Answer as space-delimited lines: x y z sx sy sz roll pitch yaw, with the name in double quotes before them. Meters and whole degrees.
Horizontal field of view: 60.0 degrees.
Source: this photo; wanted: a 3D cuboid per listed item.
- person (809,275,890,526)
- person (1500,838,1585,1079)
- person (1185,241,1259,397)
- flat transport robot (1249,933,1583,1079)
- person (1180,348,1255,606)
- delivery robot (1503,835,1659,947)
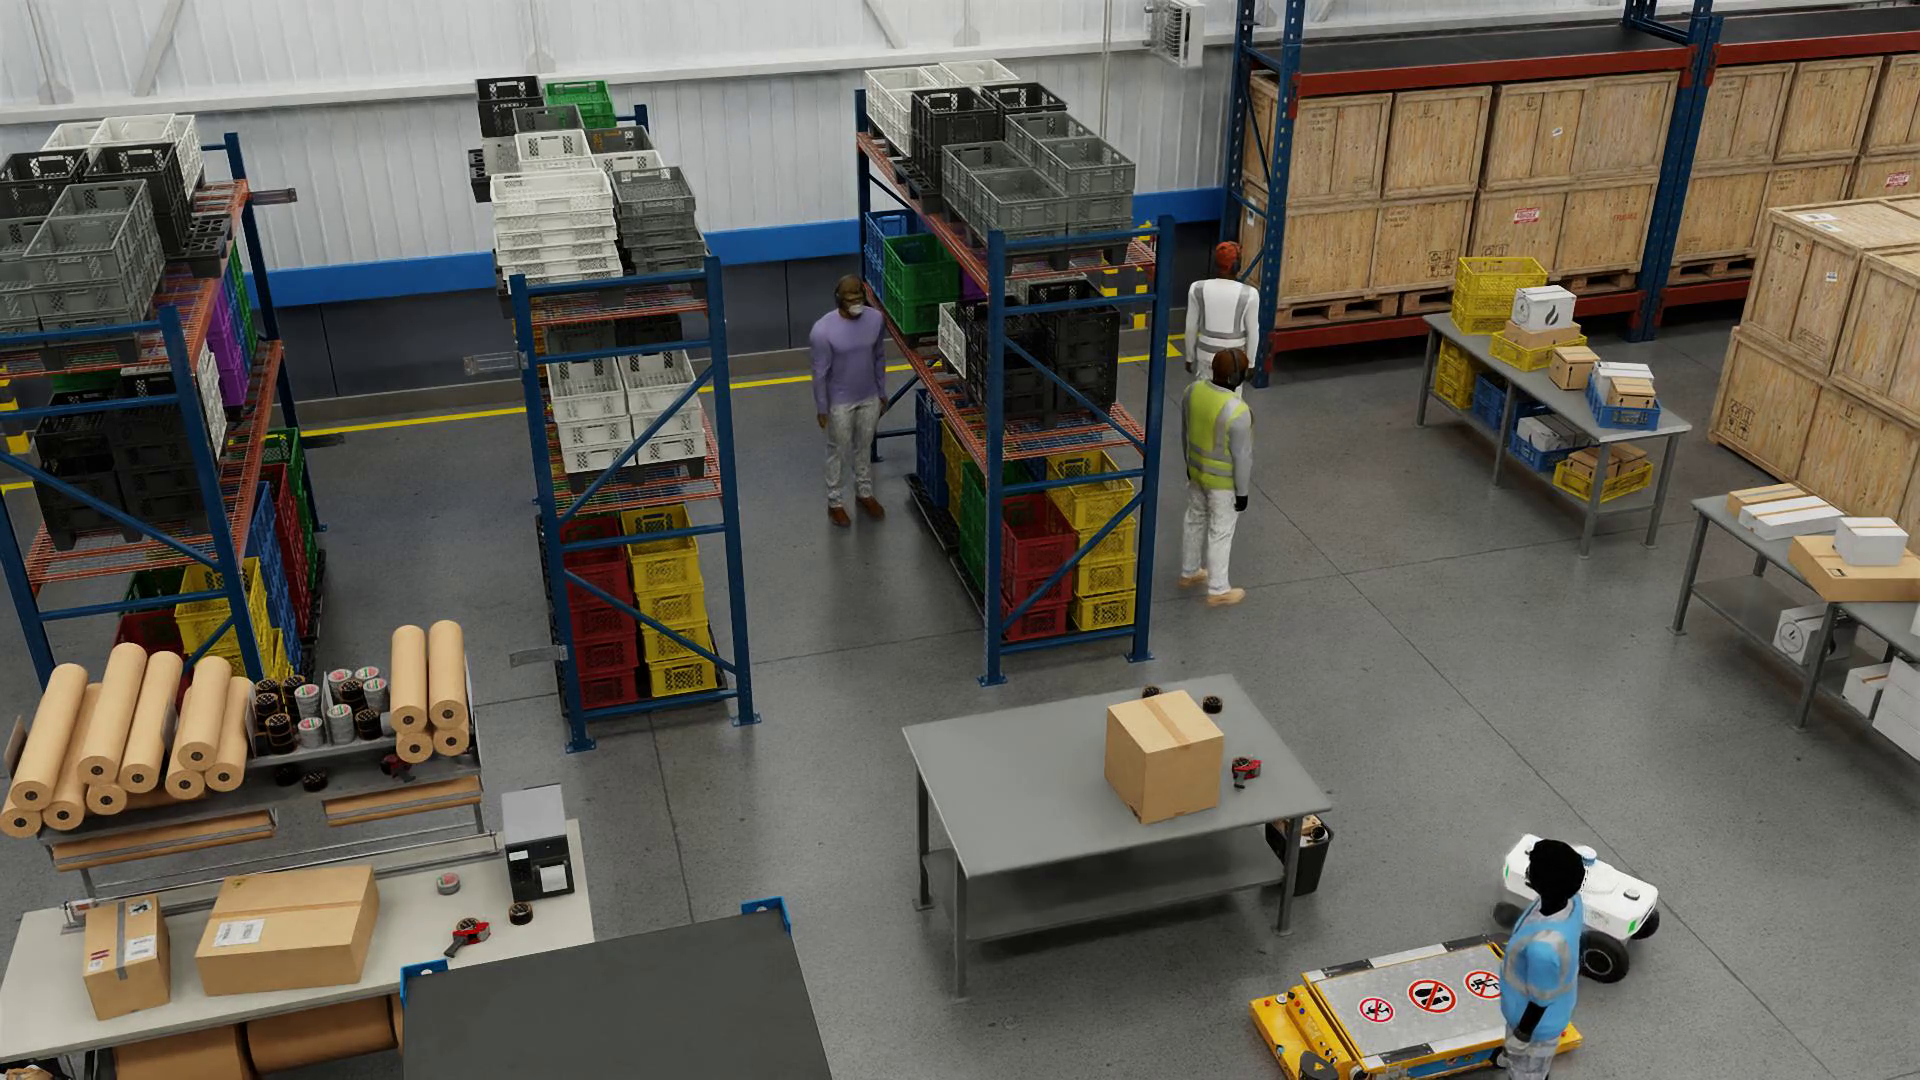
"person" -0.802 -1.048 12.322 0.635 1.937 0.354 -20 34 -31
"person" 2.432 1.980 7.060 0.321 1.695 0.537 14 32 24
"person" 2.048 -1.425 13.062 0.572 1.886 0.355 11 31 19
"flat transport robot" 2.184 2.282 7.980 1.431 0.197 0.652 -8 30 -14
"person" 1.761 -0.440 11.317 0.429 1.839 0.634 -16 33 -27
"delivery robot" 3.157 1.783 8.502 0.707 0.478 0.477 22 35 34
